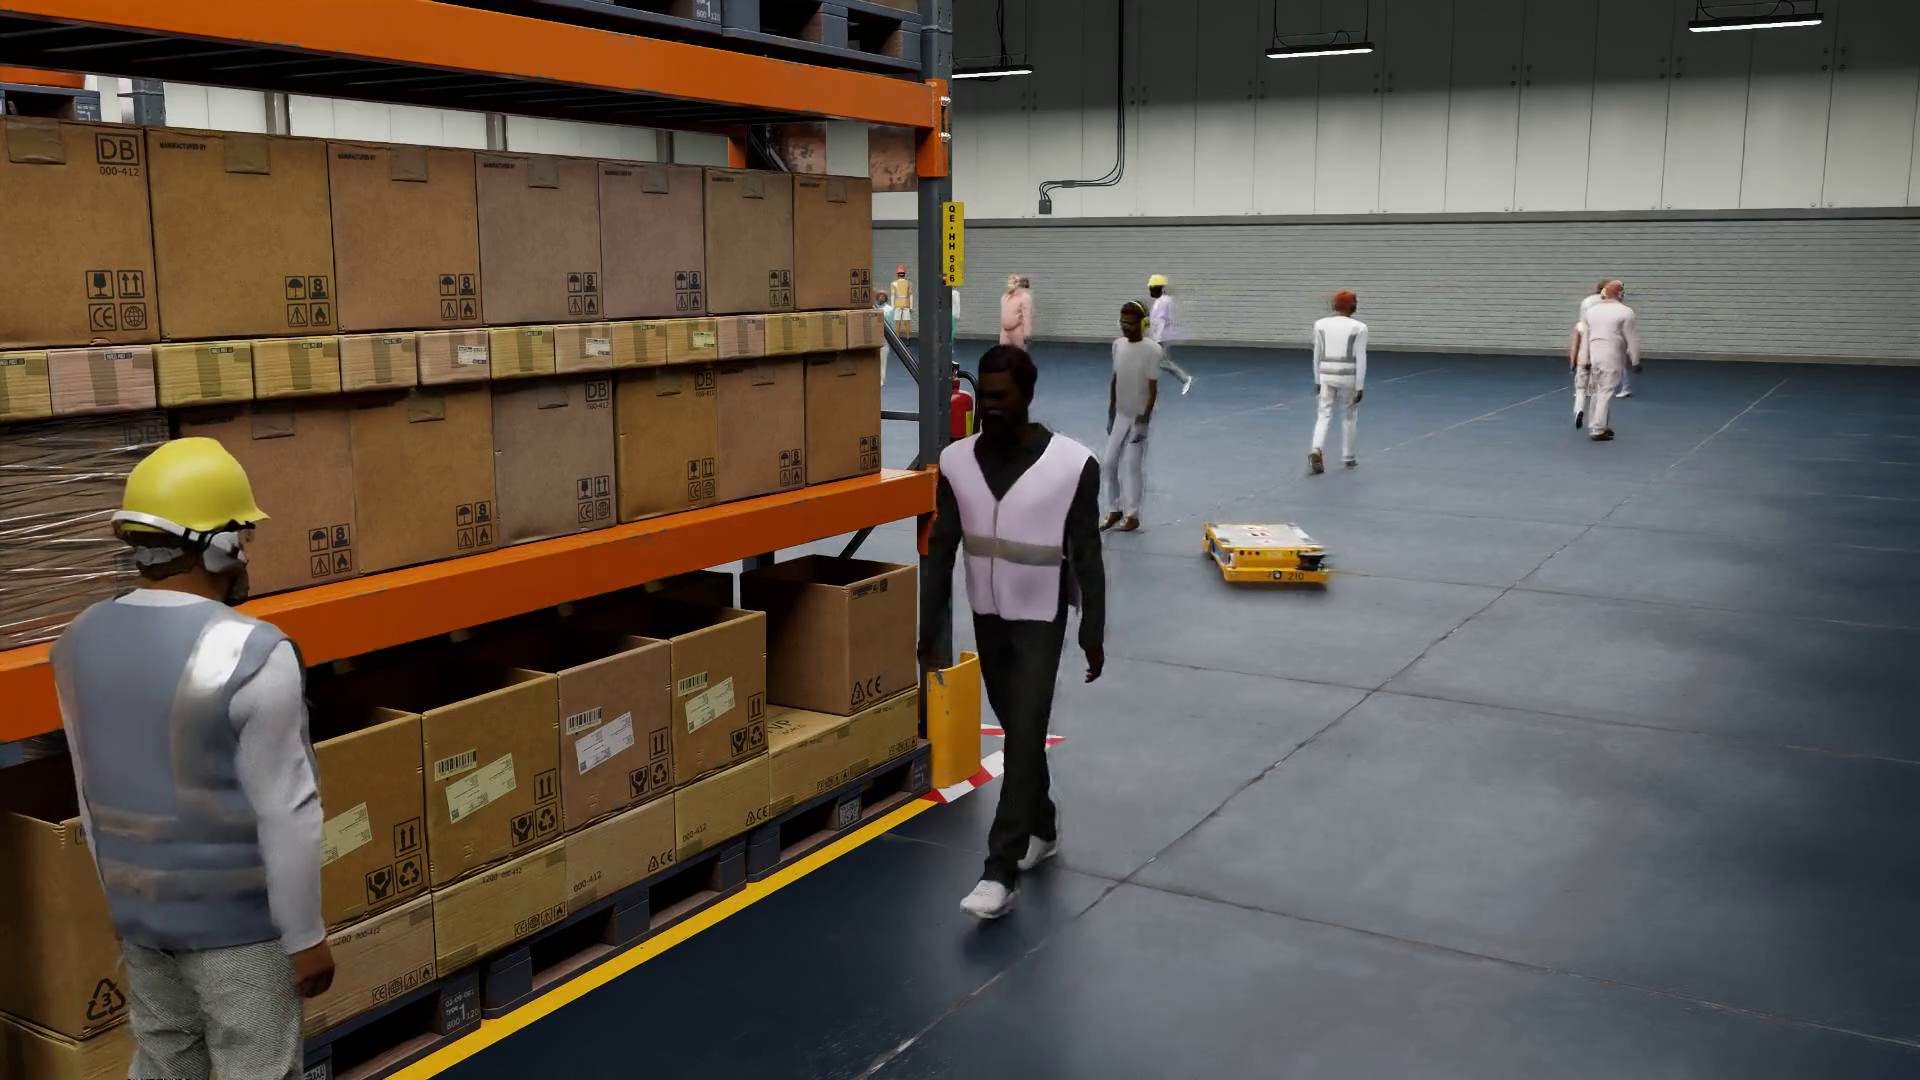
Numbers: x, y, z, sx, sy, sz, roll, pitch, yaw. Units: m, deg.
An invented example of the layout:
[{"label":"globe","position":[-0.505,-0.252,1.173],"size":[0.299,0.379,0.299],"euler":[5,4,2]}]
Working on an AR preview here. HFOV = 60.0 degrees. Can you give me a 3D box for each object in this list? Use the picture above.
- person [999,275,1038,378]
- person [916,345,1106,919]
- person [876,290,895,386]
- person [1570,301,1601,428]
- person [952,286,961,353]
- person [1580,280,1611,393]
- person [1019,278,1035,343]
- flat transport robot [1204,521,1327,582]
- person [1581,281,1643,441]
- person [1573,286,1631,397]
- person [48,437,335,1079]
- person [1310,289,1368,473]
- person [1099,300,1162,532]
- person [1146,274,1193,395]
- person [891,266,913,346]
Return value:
[{"label":"person","position":[0.944,-3.463,27.614],"size":[0.650,1.875,0.924],"euler":[8,13,40]},{"label":"person","position":[0.132,0.292,5.605],"size":[0.622,1.873,0.937],"euler":[6,11,32]},{"label":"person","position":[-1.334,-3.374,27.842],"size":[0.538,1.611,0.368],"euler":[3,10,19]},{"label":"person","position":[7.916,-2.183,20.846],"size":[0.525,1.617,0.633],"euler":[5,11,26]},{"label":"person","position":[-0.247,-5.027,37.076],"size":[0.551,1.753,0.393],"euler":[3,10,17]},{"label":"person","position":[10.285,-3.255,26.648],"size":[0.626,1.780,0.980],"euler":[8,13,41]},{"label":"person","position":[1.625,-5.744,41.655],"size":[0.498,1.634,0.278],"euler":[-1,10,-4]},{"label":"flat transport robot","position":[2.109,0.068,11.617],"size":[0.652,0.197,1.431],"euler":[0,10,2]},{"label":"person","position":[7.768,-2.117,19.720],"size":[0.774,1.881,0.669],"euler":[-5,11,-26]},{"label":"person","position":[9.966,-3.040,25.577],"size":[0.893,1.720,0.535],"euler":[-2,10,-9]},{"label":"person","position":[-1.485,0.711,3.313],"size":[0.588,1.827,0.403],"euler":[5,11,25]},{"label":"person","position":[3.800,-1.597,16.752],"size":[0.577,1.858,0.855],"euler":[6,11,30]},{"label":"person","position":[1.338,-0.951,13.020],"size":[0.557,1.838,0.487],"euler":[8,13,40]},{"label":"person","position":[3.156,-3.136,25.607],"size":[0.779,1.902,0.598],"euler":[-1,10,-7]},{"label":"person","position":[-1.412,-5.652,40.238],"size":[0.550,1.933,0.373],"euler":[-2,10,-11]}]
